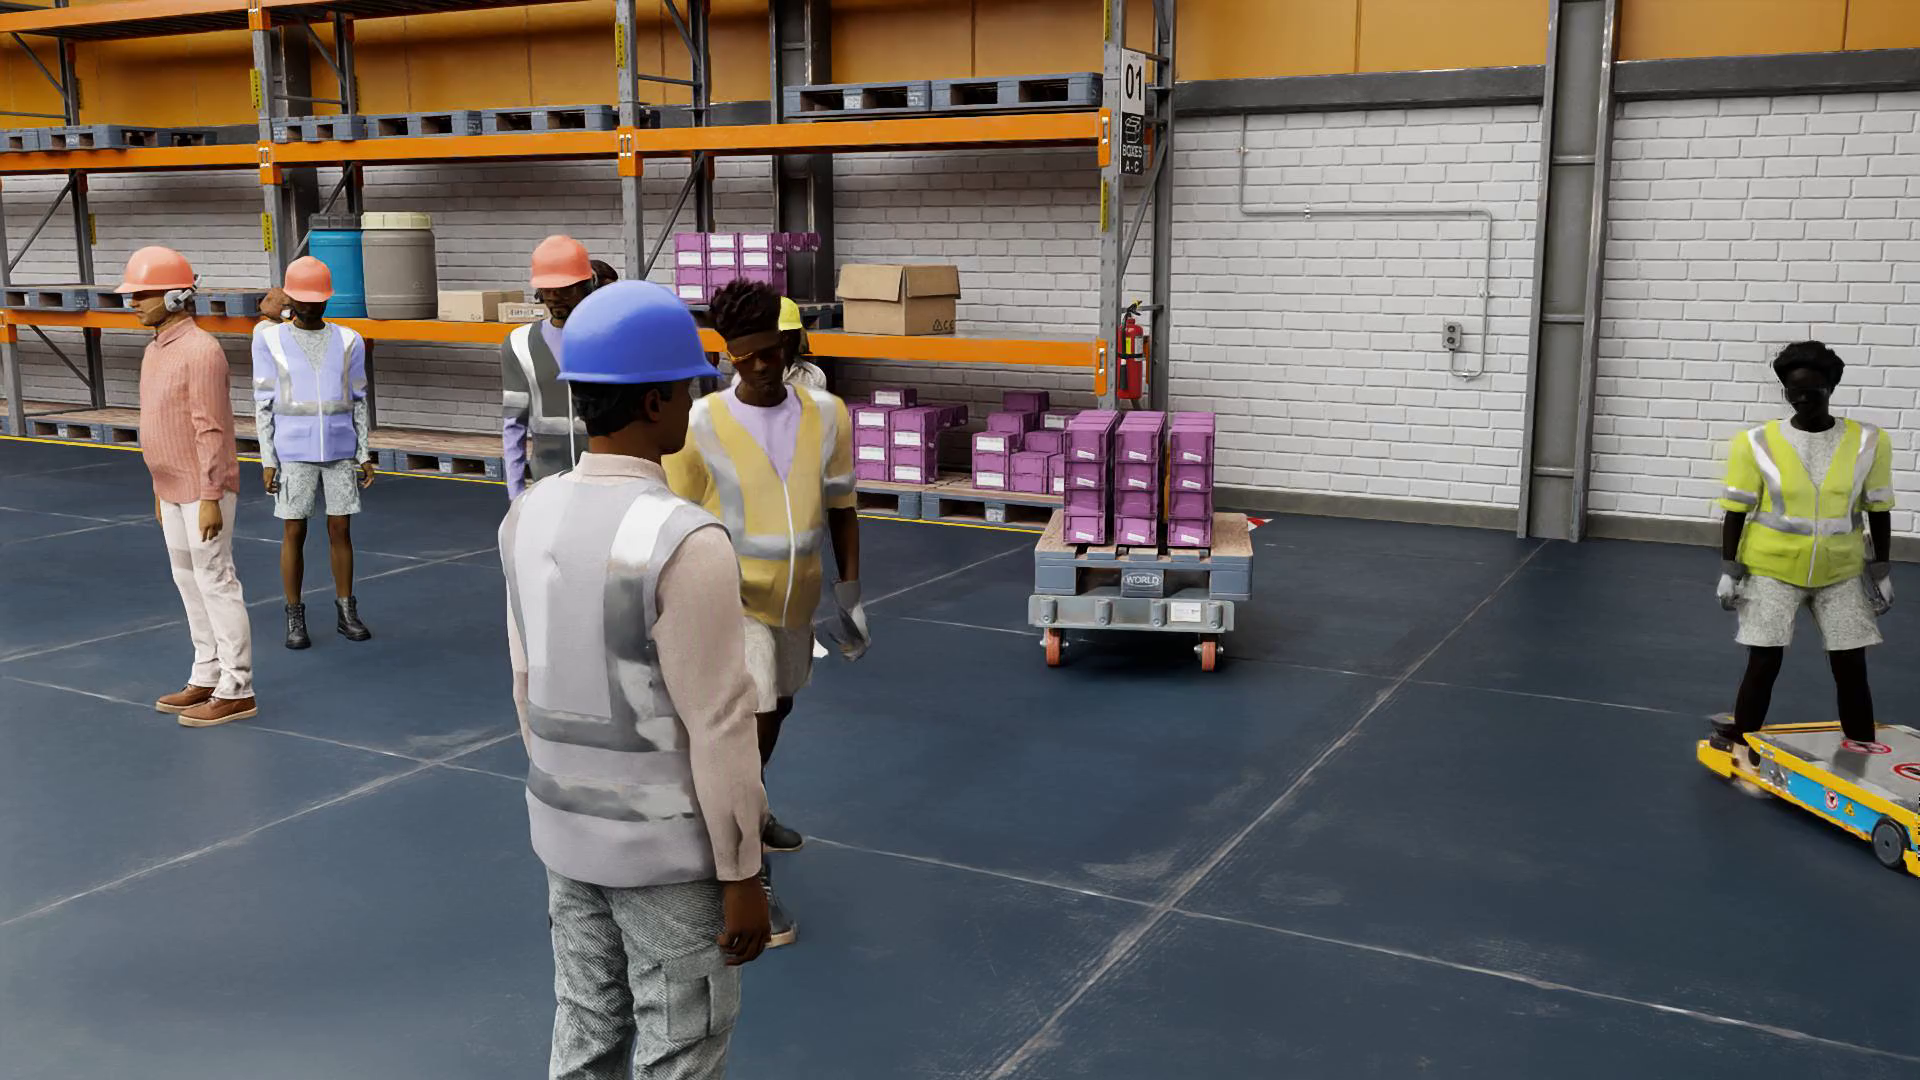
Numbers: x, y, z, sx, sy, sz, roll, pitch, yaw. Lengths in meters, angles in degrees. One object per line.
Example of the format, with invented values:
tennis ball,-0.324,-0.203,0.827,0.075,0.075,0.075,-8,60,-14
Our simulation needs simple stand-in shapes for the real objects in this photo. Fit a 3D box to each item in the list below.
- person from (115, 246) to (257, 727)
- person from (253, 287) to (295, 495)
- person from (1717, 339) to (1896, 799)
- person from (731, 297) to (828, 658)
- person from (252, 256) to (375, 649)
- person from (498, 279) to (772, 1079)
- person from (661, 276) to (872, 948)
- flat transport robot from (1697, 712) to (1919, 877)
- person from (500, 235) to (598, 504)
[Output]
person,-3.225,-0.216,6.926,0.608,1.987,0.403,9,14,41
person,-5.350,-1.172,13.115,0.280,1.633,0.498,2,11,11
person,3.006,0.119,5.934,0.573,1.673,0.348,3,11,14
person,-0.838,-0.278,7.913,0.493,1.743,0.295,-6,12,-30
person,-3.182,-0.430,8.243,0.542,1.928,0.374,-7,12,-33
person,-0.564,0.520,2.972,0.605,1.949,0.382,9,14,41
person,-0.642,0.167,5.031,0.636,1.924,0.856,-8,13,-38
flat transport robot,3.242,0.864,5.689,0.652,0.197,1.431,-2,10,-9
person,-1.612,-0.252,7.001,0.612,2.029,0.409,-1,10,-3
